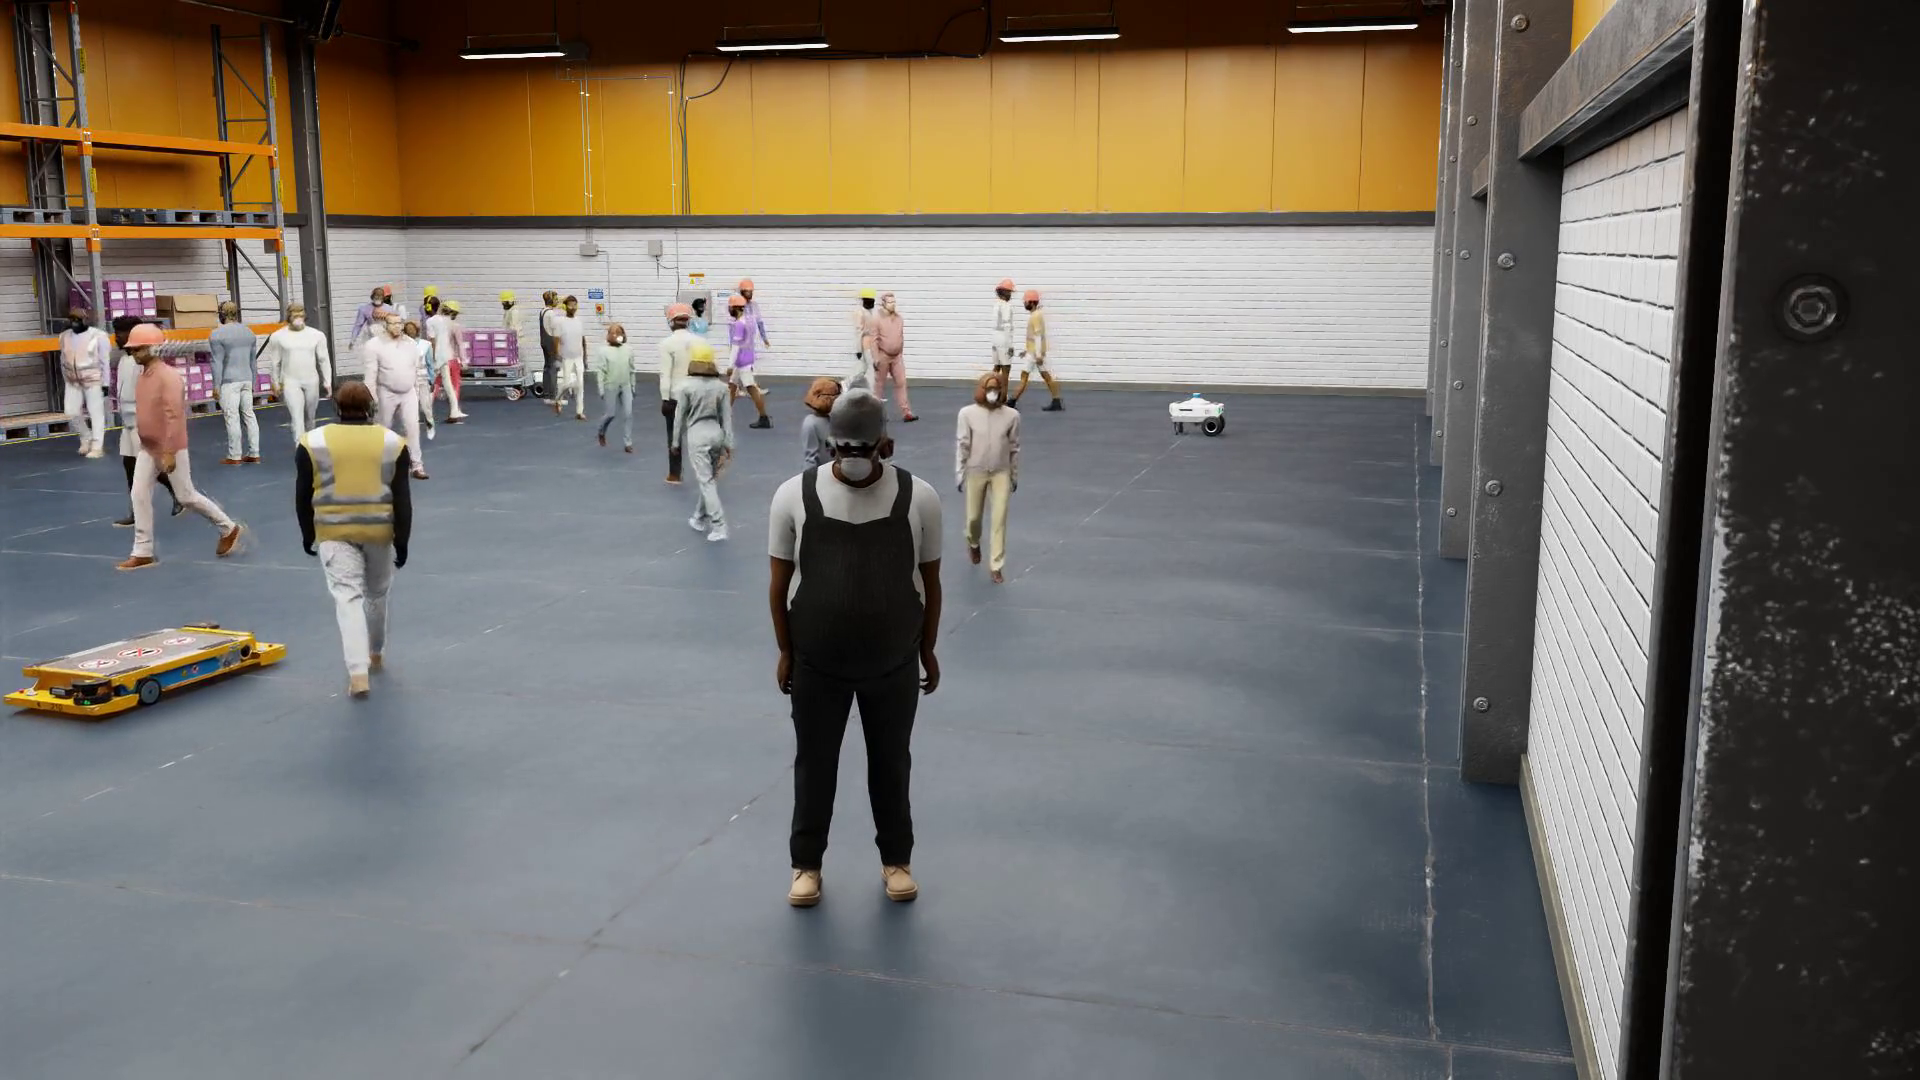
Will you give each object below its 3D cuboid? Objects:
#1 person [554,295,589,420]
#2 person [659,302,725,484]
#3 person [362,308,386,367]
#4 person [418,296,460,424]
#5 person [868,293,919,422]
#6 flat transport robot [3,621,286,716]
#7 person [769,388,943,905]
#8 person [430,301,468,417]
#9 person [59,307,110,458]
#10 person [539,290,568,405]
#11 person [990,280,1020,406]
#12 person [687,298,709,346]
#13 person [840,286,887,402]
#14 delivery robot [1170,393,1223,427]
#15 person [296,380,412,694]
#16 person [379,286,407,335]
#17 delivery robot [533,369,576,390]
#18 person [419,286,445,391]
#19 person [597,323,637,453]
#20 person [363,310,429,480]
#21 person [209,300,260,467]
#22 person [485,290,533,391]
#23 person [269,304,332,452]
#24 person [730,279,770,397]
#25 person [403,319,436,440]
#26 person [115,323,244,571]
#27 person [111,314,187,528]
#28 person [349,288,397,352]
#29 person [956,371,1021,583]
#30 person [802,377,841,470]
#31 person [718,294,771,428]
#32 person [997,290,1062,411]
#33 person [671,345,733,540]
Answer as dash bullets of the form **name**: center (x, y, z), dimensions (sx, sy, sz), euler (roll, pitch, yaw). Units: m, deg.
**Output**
- **person**: center (-5.762, -2.700, 24.607), dimensions (0.523, 1.854, 0.651), euler (-7, 12, -36)
- **person**: center (-2.880, -1.551, 17.754), dimensions (0.656, 1.962, 0.759), euler (-9, 13, -41)
- **person**: center (-8.909, -2.761, 25.586), dimensions (0.536, 1.602, 0.810), euler (-5, 11, -26)
- **person**: center (-7.598, -2.576, 23.953), dimensions (0.851, 1.829, 0.506), euler (3, 11, 18)
- **person**: center (-0.974, -2.620, 24.042), dimensions (0.671, 1.869, 0.915), euler (-7, 12, -36)
- **flat transport robot**: center (-4.691, 0.726, 9.650), dimensions (0.652, 0.197, 1.431), euler (4, 11, 20)
- **person**: center (-0.393, 0.410, 6.431), dimensions (0.680, 2.000, 0.536), euler (-1, 10, -5)
- **person**: center (-7.700, -2.691, 24.832), dimensions (0.687, 1.742, 0.514), euler (4, 11, 19)
- **person**: center (-10.550, -1.890, 20.067), dimensions (0.627, 1.829, 0.439), euler (0, 10, 0)
- **person**: center (-6.583, -3.095, 26.829), dimensions (0.336, 1.845, 0.514), euler (-7, 12, -36)
- **person**: center (0.655, -3.142, 26.628), dimensions (0.534, 2.019, 0.700), euler (-4, 11, -23)
- **person**: center (-4.617, -3.408, 29.156), dimensions (0.878, 1.654, 0.543), euler (8, 13, 37)
- **person**: center (-1.603, -3.205, 27.291), dimensions (0.754, 1.906, 0.605), euler (2, 10, 11)
- **delivery robot**: center (3.207, -1.747, 22.585), dimensions (0.707, 0.478, 0.477), euler (2, 10, 14)
- **person**: center (-3.517, -0.034, 9.693), dimensions (0.618, 1.788, 1.008), euler (-5, 11, -27)
- **person**: center (-9.826, -3.493, 29.012), dimensions (0.557, 1.882, 0.767), euler (2, 10, 12)
- **delivery robot**: center (-6.853, -2.743, 28.224), dimensions (0.707, 0.478, 0.477), euler (0, 10, 1)
- **person**: center (-9.188, -3.464, 28.842), dimensions (0.669, 1.867, 0.844), euler (4, 11, 20)
- **person**: center (-4.294, -1.895, 20.702), dimensions (0.507, 1.617, 0.606), euler (-7, 12, -36)
- **person**: center (-6.286, -1.618, 18.421), dimensions (0.661, 1.867, 0.975), euler (-10, 14, -43)
- **person**: center (-8.440, -1.816, 19.368), dimensions (0.375, 1.932, 0.622), euler (4, 11, 21)
- **person**: center (-7.960, -3.501, 29.280), dimensions (0.909, 1.781, 0.615), euler (-5, 11, -28)
- **person**: center (-7.712, -1.820, 19.501), dimensions (0.645, 1.883, 1.053), euler (-6, 11, -29)
- **person**: center (-3.519, -3.385, 28.055), dimensions (1.024, 1.990, 0.626), euler (7, 12, 34)
- **person**: center (-6.985, -2.020, 21.350), dimensions (0.514, 1.631, 0.445), euler (-1, 10, -4)
- **person**: center (-6.307, -0.761, 13.320), dimensions (0.603, 1.955, 0.950), euler (6, 12, 31)
- **person**: center (-7.438, -1.087, 15.162), dimensions (0.637, 1.947, 0.584), euler (7, 12, 36)
- **person**: center (-9.728, -3.268, 27.750), dimensions (0.745, 1.881, 1.012), euler (0, 10, -2)
- **person**: center (0.217, -0.512, 12.853), dimensions (0.507, 1.614, 0.679), euler (-1, 10, -5)
- **person**: center (-0.948, -0.348, 11.890), dimensions (0.311, 1.635, 0.500), euler (4, 11, 23)
- **person**: center (-3.115, -2.491, 23.297), dimensions (0.978, 1.881, 0.567), euler (0, 10, 0)
- **person**: center (1.119, -2.923, 25.779), dimensions (1.035, 1.879, 0.558), euler (2, 10, 10)
- **person**: center (-2.249, -0.862, 14.620), dimensions (0.493, 1.695, 0.917), euler (-8, 13, -37)
